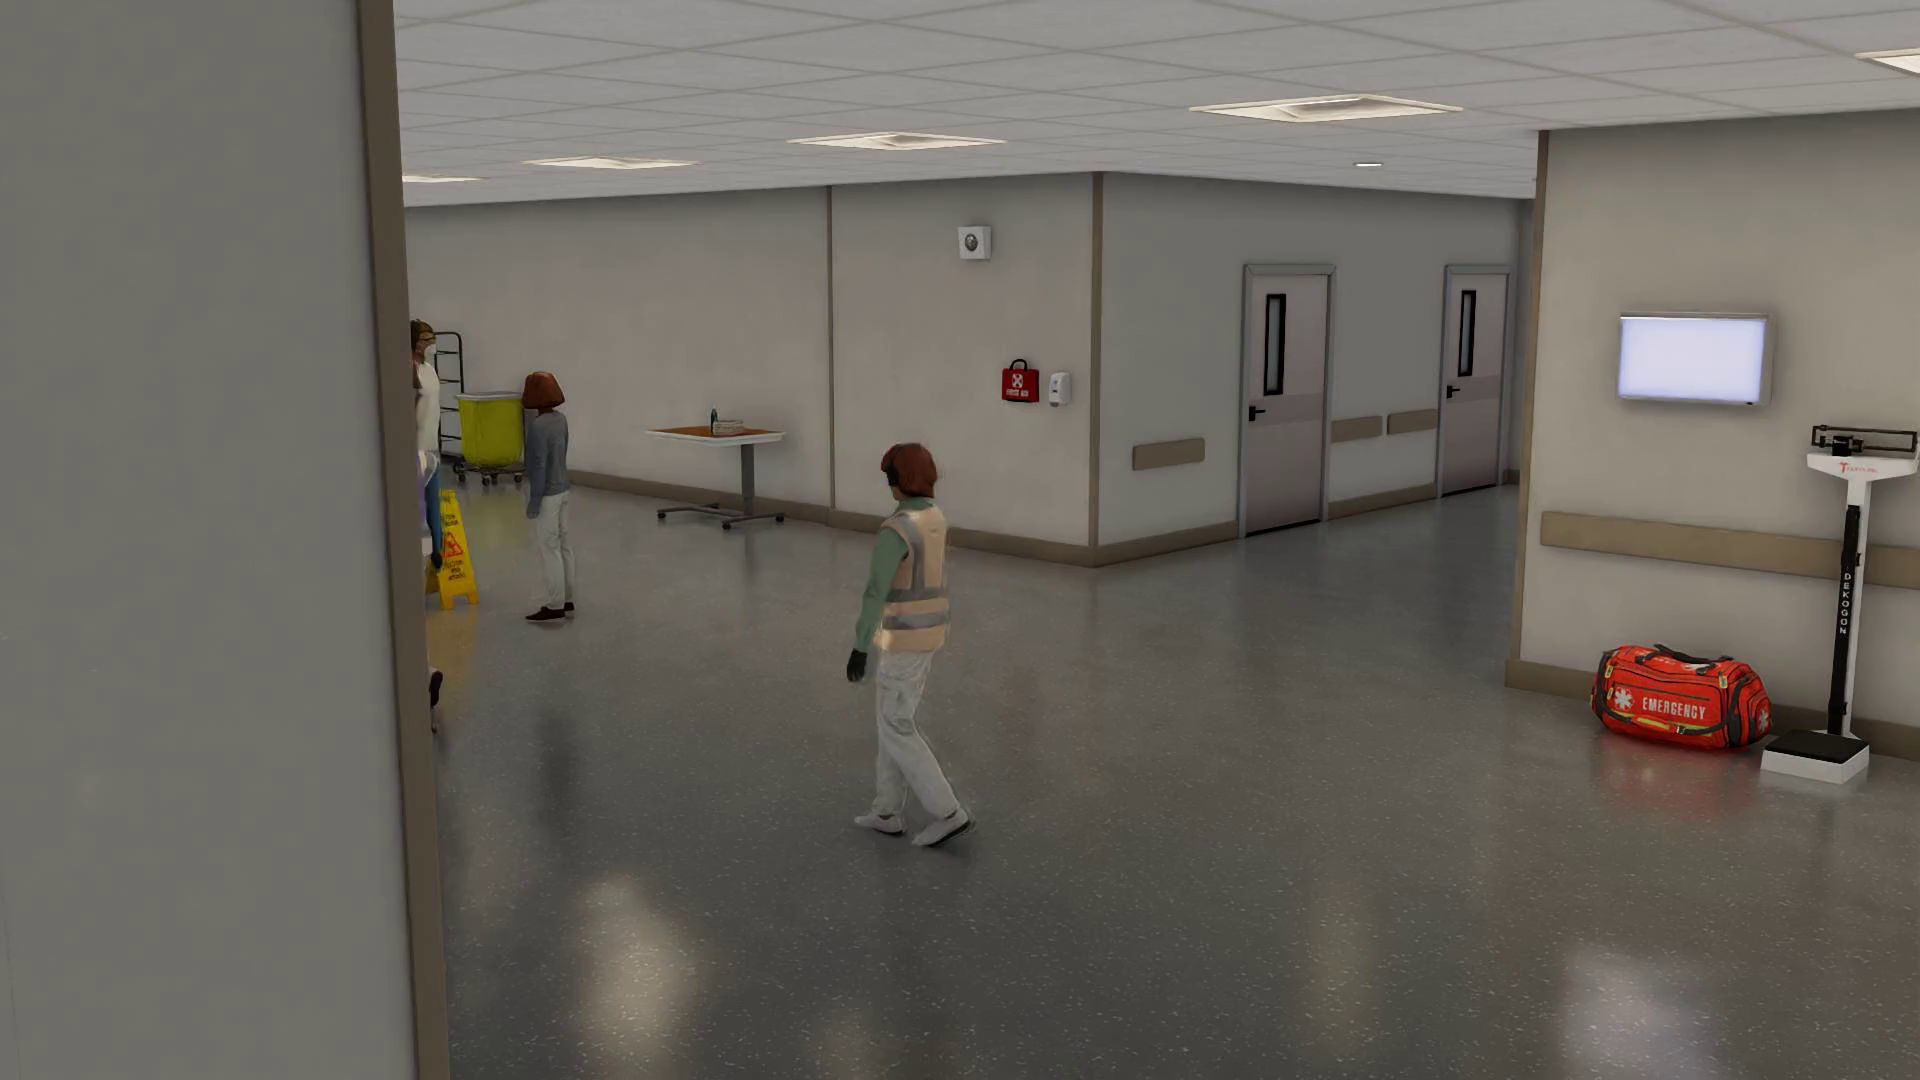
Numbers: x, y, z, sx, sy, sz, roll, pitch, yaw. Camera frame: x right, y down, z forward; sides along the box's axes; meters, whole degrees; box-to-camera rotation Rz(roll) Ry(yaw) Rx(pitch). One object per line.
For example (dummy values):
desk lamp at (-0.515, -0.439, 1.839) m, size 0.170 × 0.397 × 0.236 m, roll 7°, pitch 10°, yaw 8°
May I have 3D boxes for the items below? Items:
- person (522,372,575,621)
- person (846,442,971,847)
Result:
person at (-2.706, -0.285, 10.904) m, size 0.284 × 1.633 × 0.497 m, roll 1°, pitch 9°, yaw 6°
person at (-0.199, 0.423, 6.625) m, size 0.548 × 1.620 × 0.558 m, roll 4°, pitch 10°, yaw 21°
